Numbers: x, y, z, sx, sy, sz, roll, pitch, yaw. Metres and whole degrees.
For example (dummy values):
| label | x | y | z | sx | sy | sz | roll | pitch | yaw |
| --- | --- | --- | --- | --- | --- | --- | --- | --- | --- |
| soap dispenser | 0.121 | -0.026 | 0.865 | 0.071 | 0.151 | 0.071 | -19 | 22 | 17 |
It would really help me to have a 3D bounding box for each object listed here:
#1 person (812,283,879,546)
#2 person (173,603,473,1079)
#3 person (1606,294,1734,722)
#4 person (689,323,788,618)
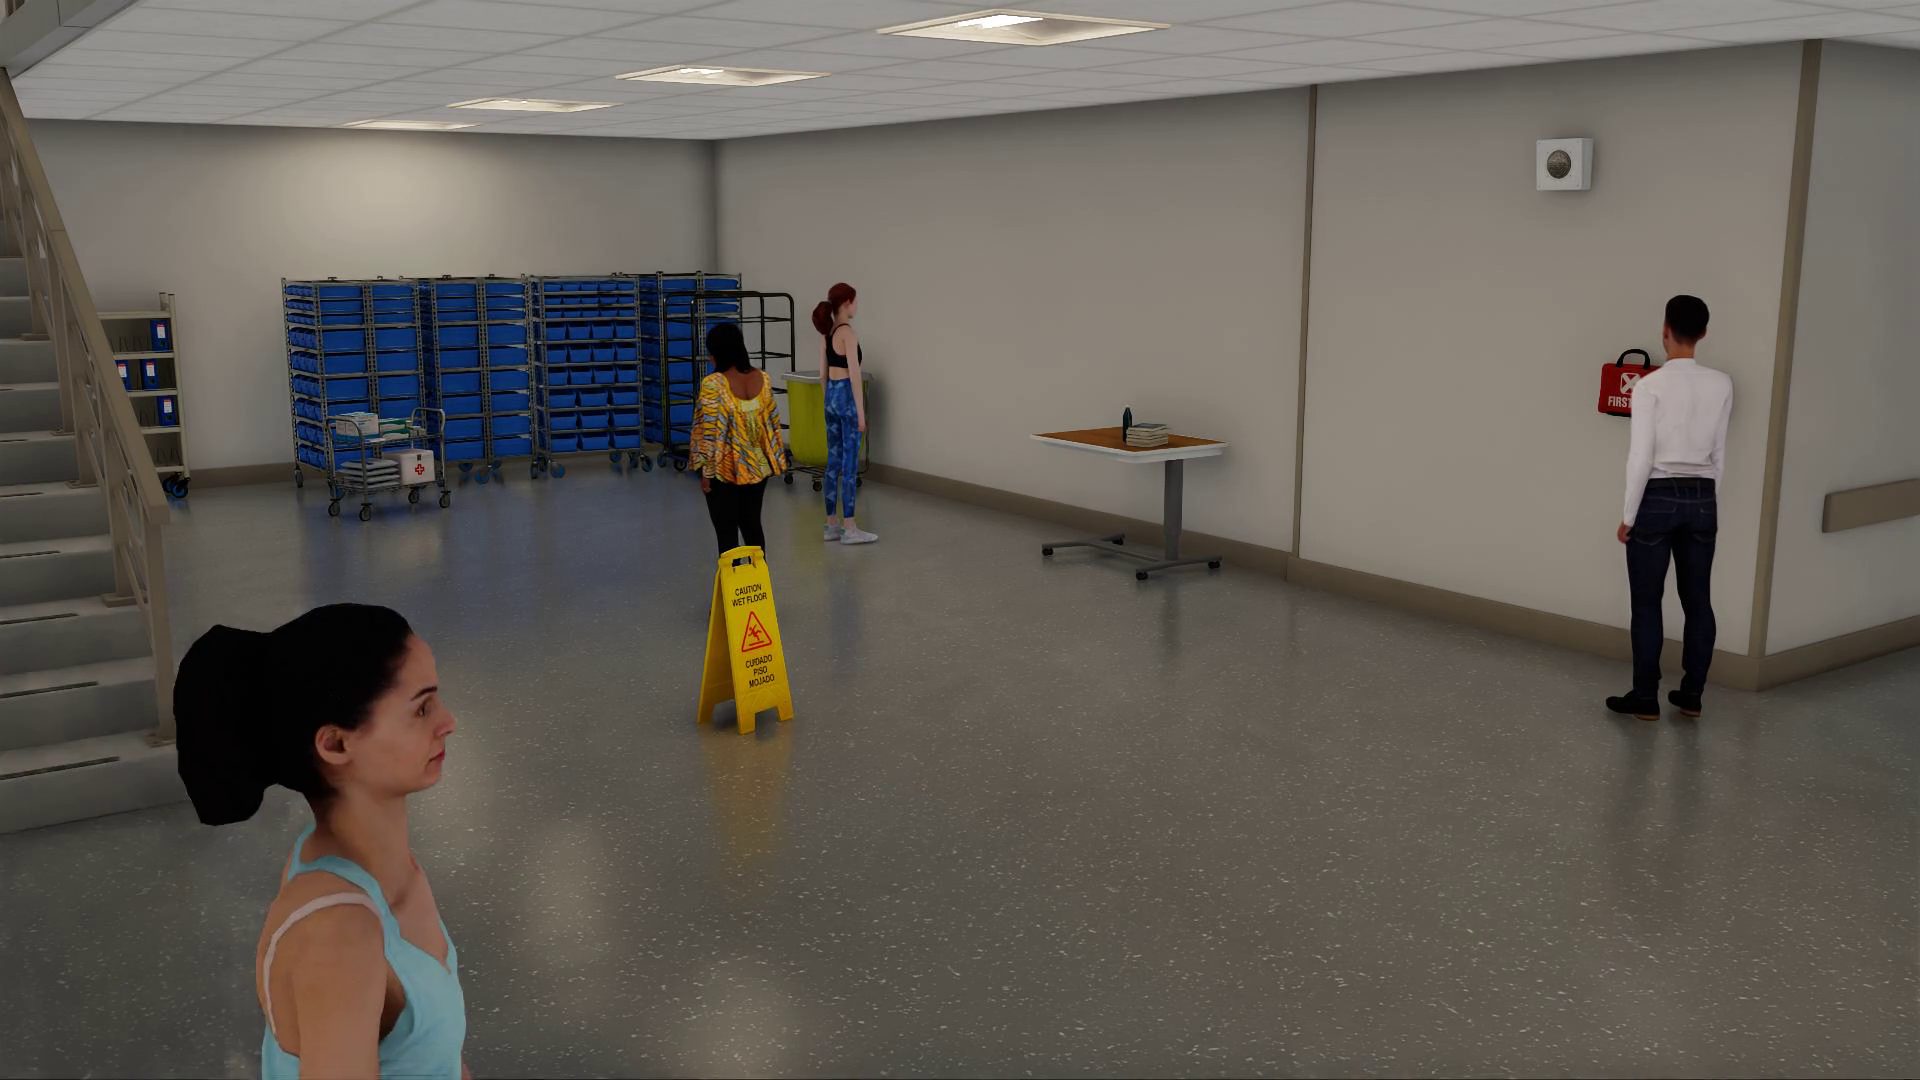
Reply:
| label | x | y | z | sx | sy | sz | roll | pitch | yaw |
| --- | --- | --- | --- | --- | --- | --- | --- | --- | --- |
| person | -0.806 | -0.876 | 11.489 | 0.631 | 1.788 | 0.541 | -8 | 14 | -38 |
| person | -0.786 | 0.960 | 2.010 | 0.861 | 1.717 | 1.185 | -4 | 11 | -20 |
| person | 3.132 | -0.139 | 7.289 | 0.719 | 1.869 | 0.744 | -1 | 11 | -5 |
| person | -1.253 | -0.380 | 9.258 | 0.860 | 1.647 | 0.818 | 8 | 13 | 35 |
